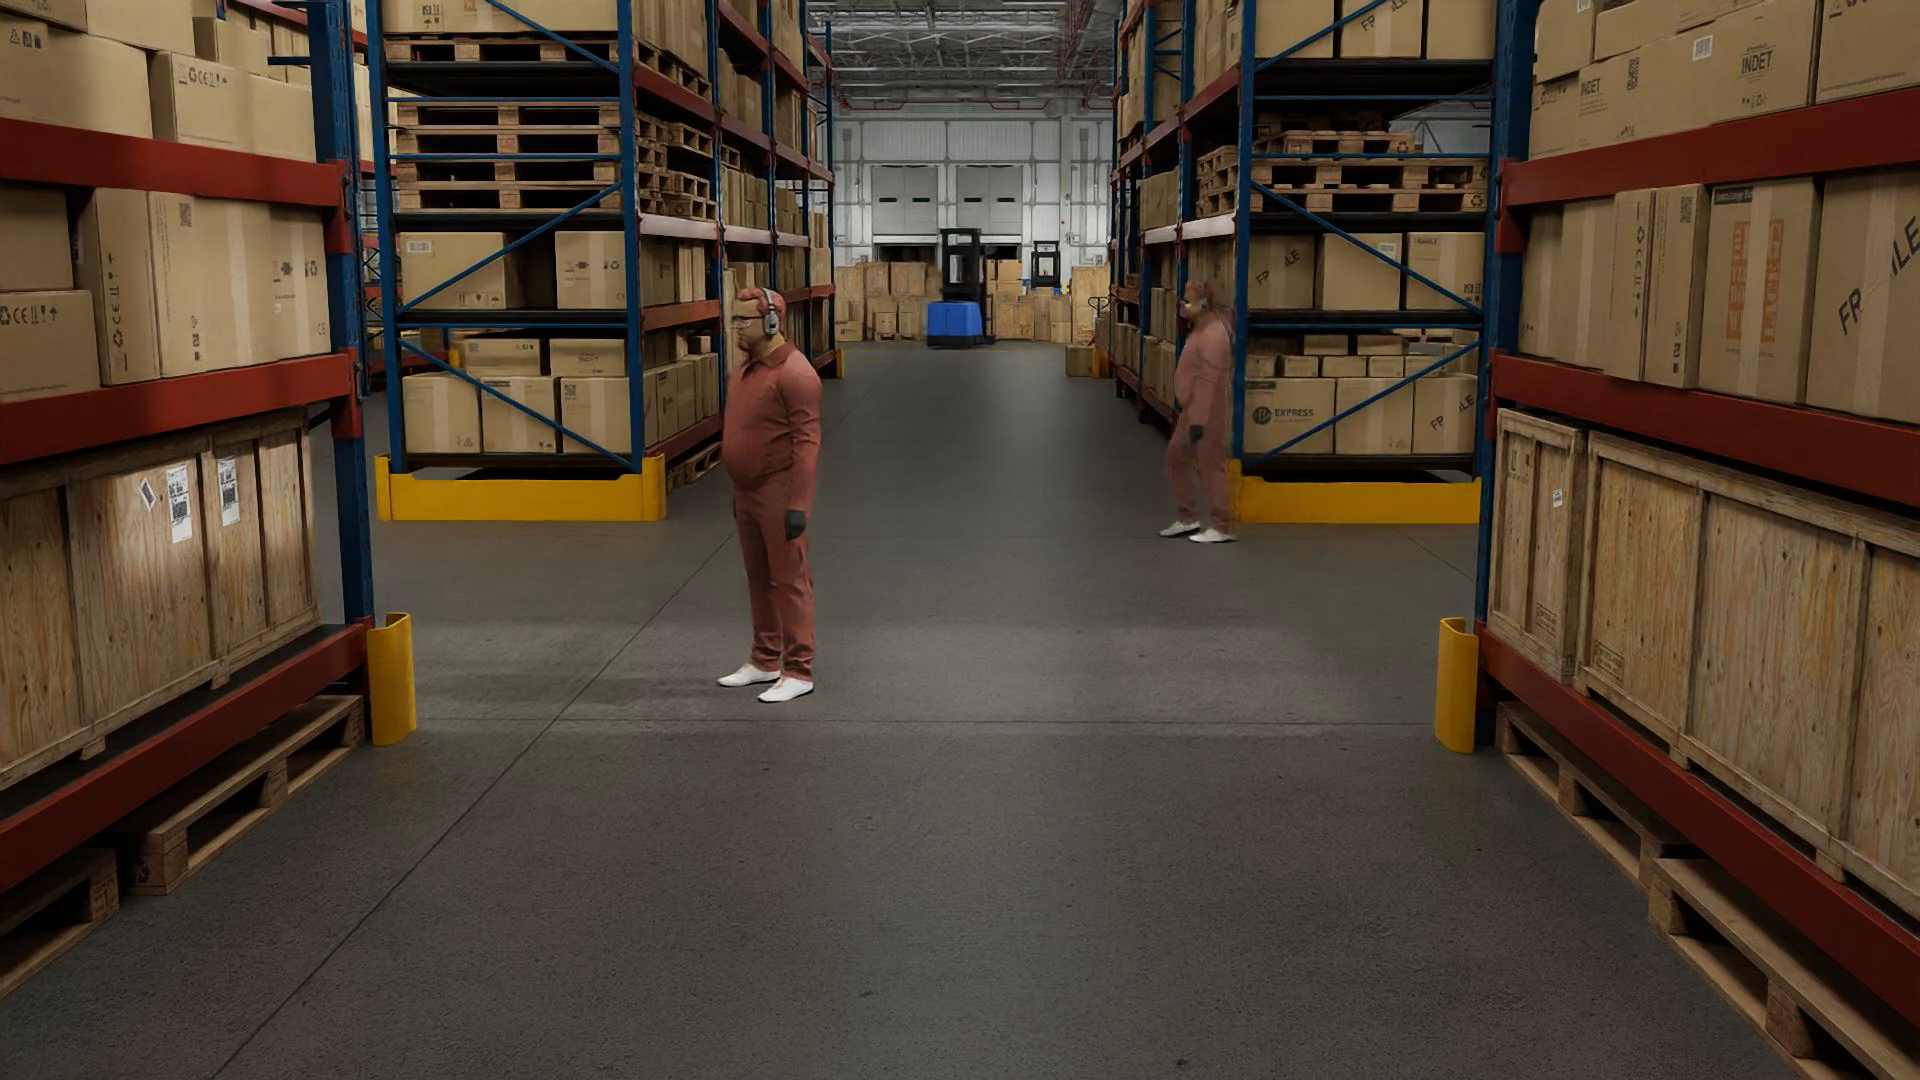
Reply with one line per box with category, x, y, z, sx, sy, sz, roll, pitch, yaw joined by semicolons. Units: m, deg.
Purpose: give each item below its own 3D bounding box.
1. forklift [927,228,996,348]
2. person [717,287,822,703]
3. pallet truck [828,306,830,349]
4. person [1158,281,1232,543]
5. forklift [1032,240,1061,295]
forklift;0.010;-6.010;39.560;1.129;2.768;1.873;4;10;21
person;-0.899;-0.207;7.711;0.399;1.909;0.642;-6;11;-34
pallet truck;-3.100;-3.940;29.800;1.885;1.965;0.823;3;10;19
person;1.675;-0.909;11.966;0.671;1.883;0.671;0;9;2
forklift;3.174;-9.648;61.354;1.129;2.768;1.873;0;9;1
